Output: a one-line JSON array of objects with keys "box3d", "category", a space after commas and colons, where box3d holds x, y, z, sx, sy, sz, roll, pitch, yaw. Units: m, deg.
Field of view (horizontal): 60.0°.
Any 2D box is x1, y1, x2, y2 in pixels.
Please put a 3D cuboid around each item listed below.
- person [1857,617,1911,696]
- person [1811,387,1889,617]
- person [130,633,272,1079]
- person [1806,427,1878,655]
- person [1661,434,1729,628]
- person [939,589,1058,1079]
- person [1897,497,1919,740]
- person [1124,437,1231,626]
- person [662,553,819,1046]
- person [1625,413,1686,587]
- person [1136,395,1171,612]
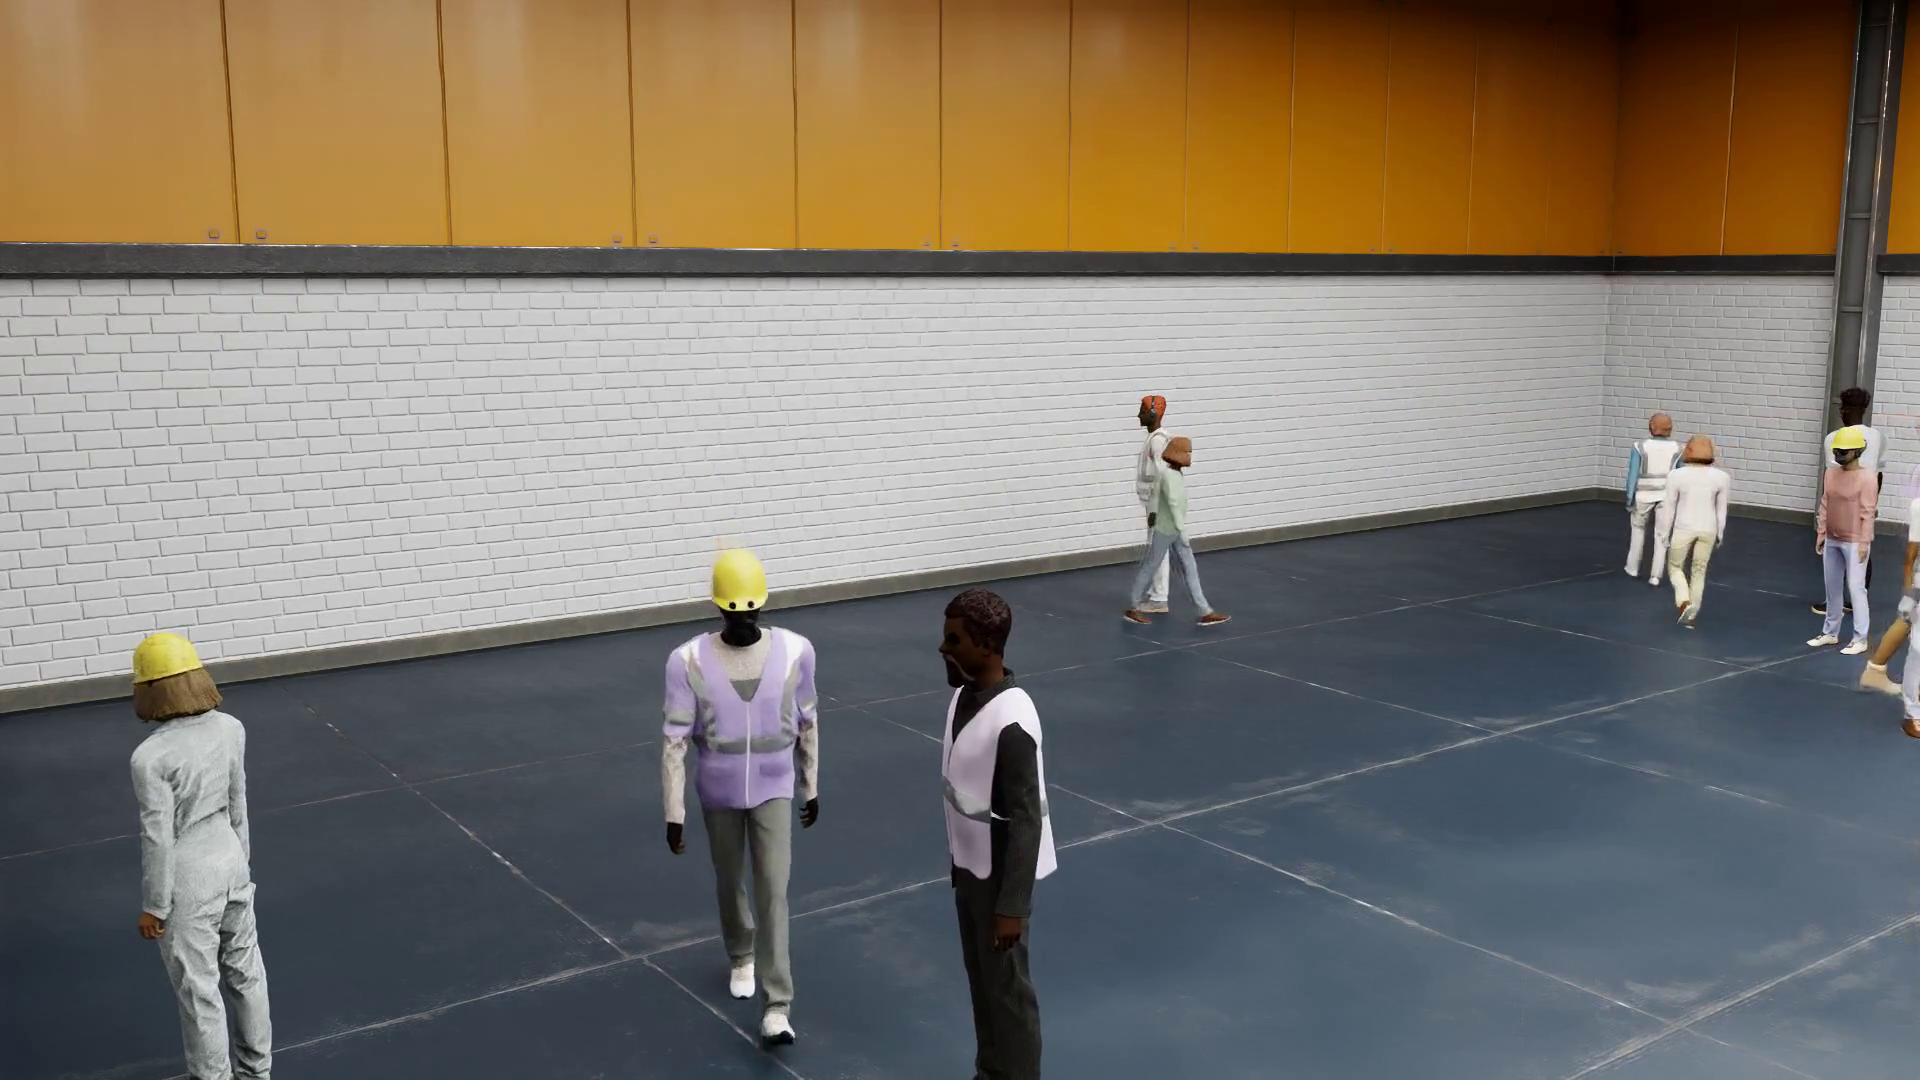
[{"box3d": [6.792, 0.133, 11.386, 1.124, 1.971, 0.609, 3, 10, 15], "category": "person"}, {"box3d": [7.589, -0.321, 14.194, 0.609, 1.965, 0.368, -2, 10, -15], "category": "person"}, {"box3d": [-2.637, 1.173, 5.700, 0.326, 1.733, 0.487, 2, 10, 15], "category": "person"}, {"box3d": [6.829, 0.003, 12.856, 0.357, 1.757, 0.521, -2, 9, -14], "category": "person"}, {"box3d": [6.016, -0.055, 13.617, 0.506, 1.618, 0.470, 2, 9, 9], "category": "person"}, {"box3d": [0.114, 1.105, 5.548, 0.383, 1.918, 0.591, -3, 10, -16], "category": "person"}, {"box3d": [6.152, 0.338, 10.505, 0.541, 1.849, 0.445, 0, 9, 2], "category": "person"}, {"box3d": [1.779, -0.063, 13.790, 0.903, 1.580, 0.504, 4, 10, 25], "category": "person"}, {"box3d": [-0.839, 0.981, 6.438, 0.616, 1.869, 0.988, -2, 9, -11], "category": "person"}, {"box3d": [6.556, -0.393, 15.710, 0.551, 1.605, 0.761, 2, 9, 13], "category": "person"}, {"box3d": [1.678, -0.312, 14.394, 0.362, 1.883, 0.575, 1, 9, 6], "category": "person"}]
